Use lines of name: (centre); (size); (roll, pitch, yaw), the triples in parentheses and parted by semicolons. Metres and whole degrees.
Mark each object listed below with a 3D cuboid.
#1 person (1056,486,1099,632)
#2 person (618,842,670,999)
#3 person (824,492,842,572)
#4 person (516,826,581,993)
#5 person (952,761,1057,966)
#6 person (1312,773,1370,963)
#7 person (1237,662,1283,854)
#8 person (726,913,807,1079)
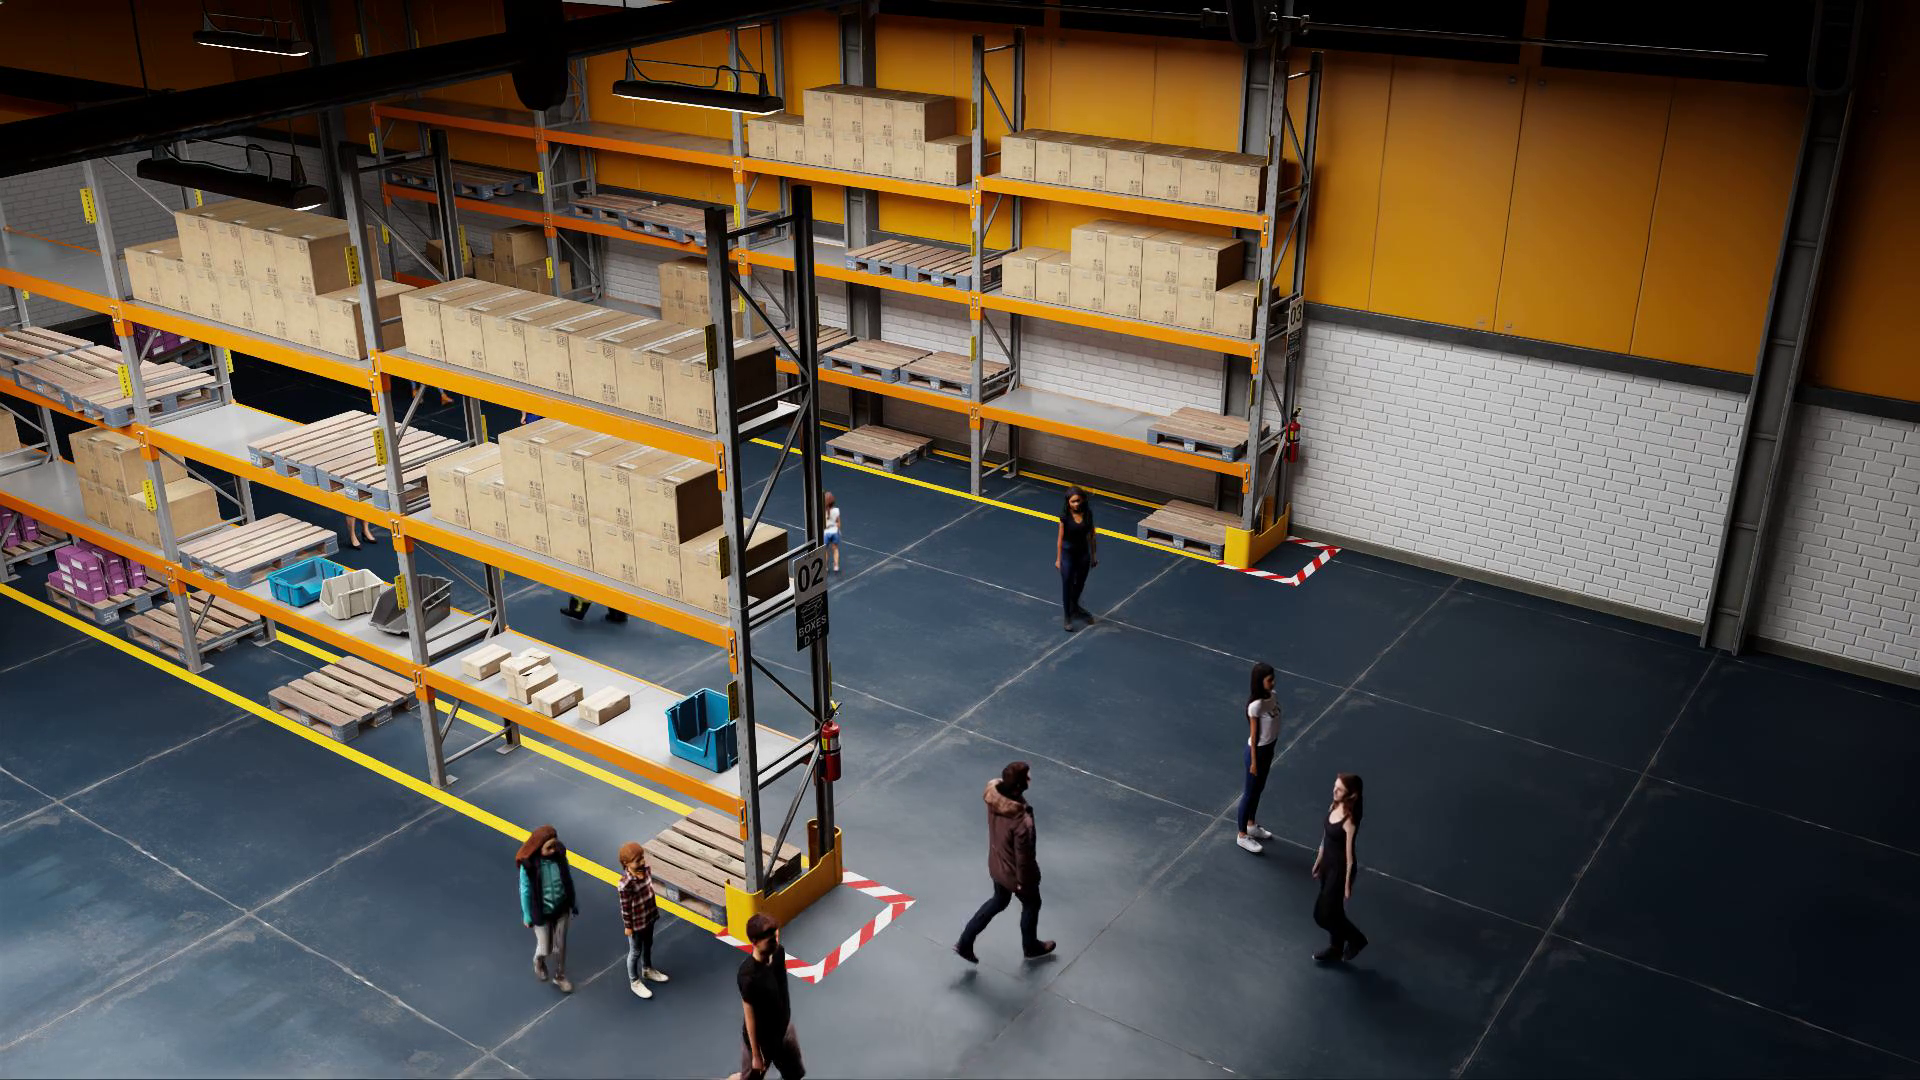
person: (1.291, 0.176, 18.552); (0.832, 1.719, 0.891); (-13, 27, -27)
person: (-2.483, 2.897, 12.844); (0.563, 1.306, 0.555); (11, 26, 24)
person: (-1.575, -0.103, 20.066); (0.486, 1.019, 0.540); (-6, 24, -13)
person: (-3.201, 2.805, 12.823); (0.631, 1.491, 0.682); (-21, 31, -39)
person: (0.326, 2.557, 12.982); (1.140, 1.818, 1.192); (-11, 26, -24)
person: (3.057, 2.572, 13.051); (0.841, 1.735, 0.782); (-4, 24, -10)
person: (2.613, 1.880, 14.586); (0.523, 1.775, 0.600); (13, 27, 28)
person: (-1.387, 3.307, 11.248); (1.235, 1.833, 0.799); (11, 26, 24)
